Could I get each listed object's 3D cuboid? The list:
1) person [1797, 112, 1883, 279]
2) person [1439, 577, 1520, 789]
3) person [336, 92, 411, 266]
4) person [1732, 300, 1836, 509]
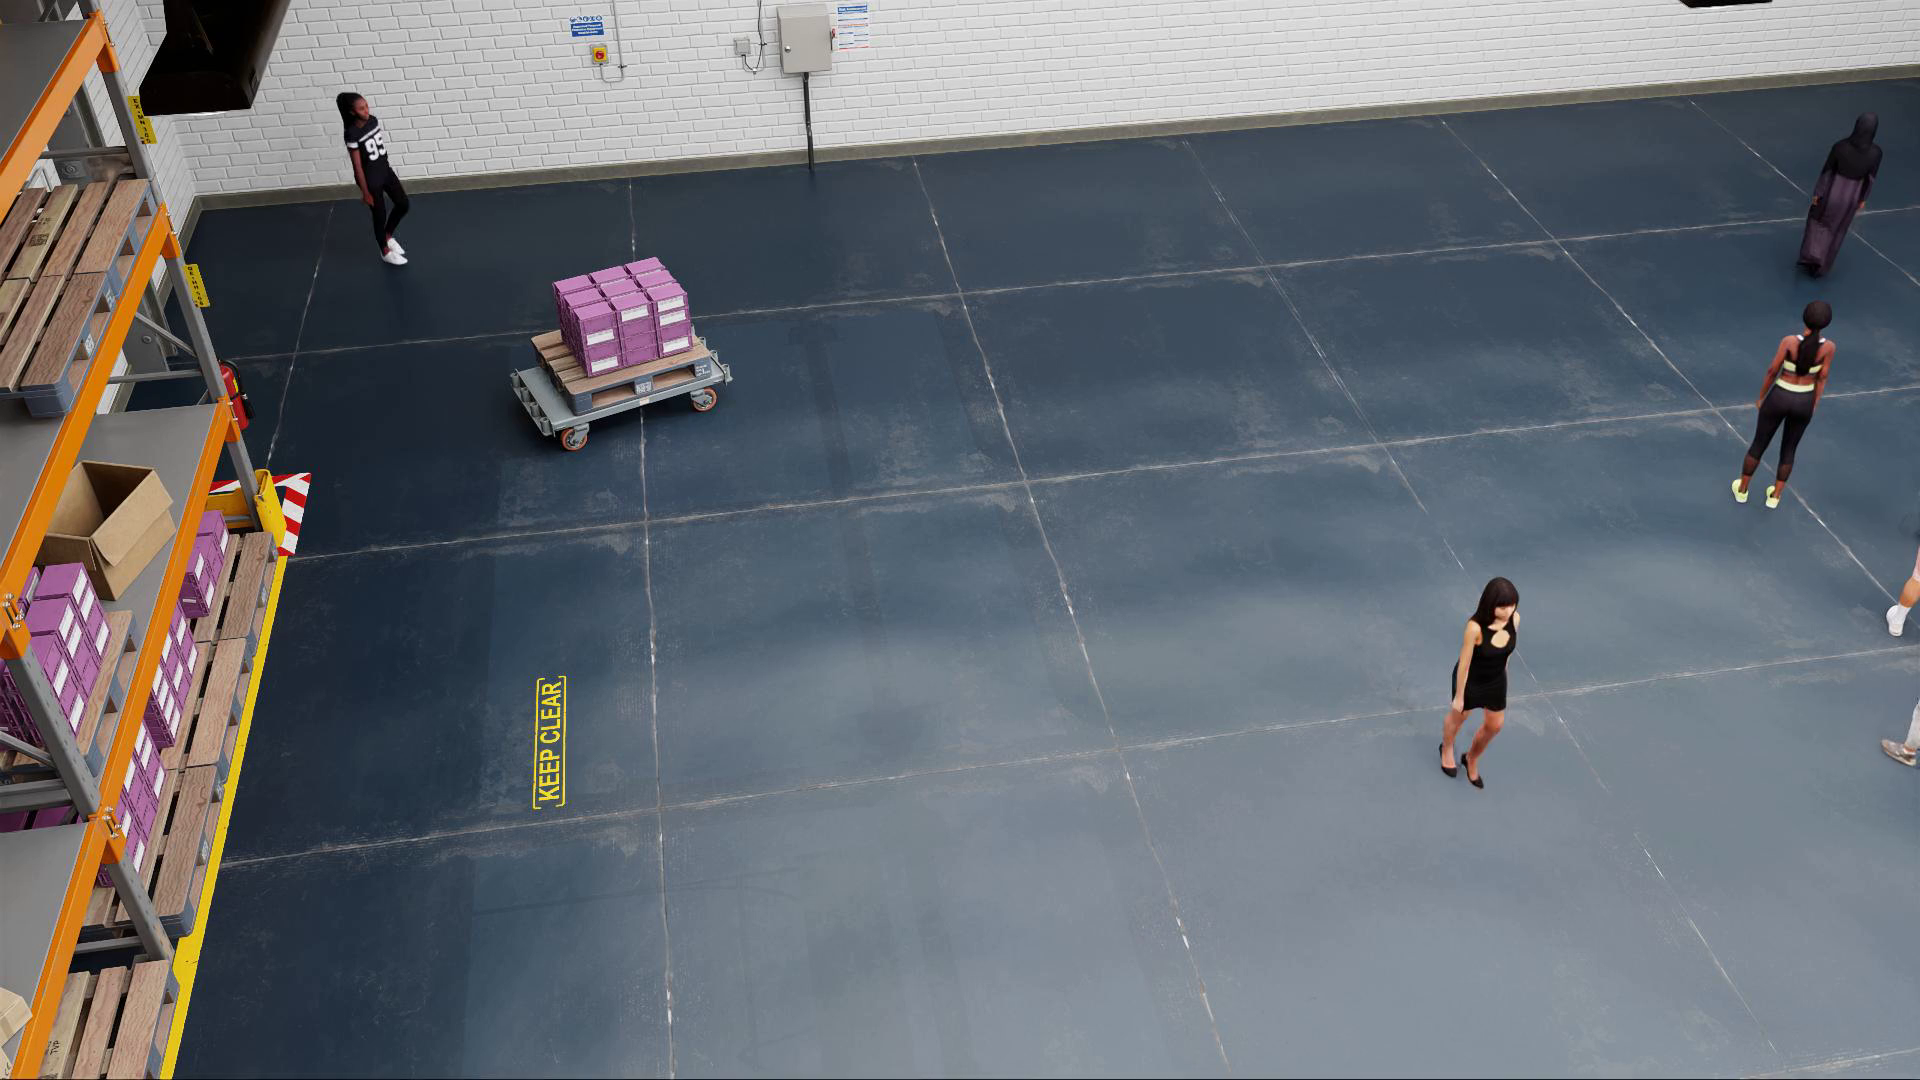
[{"bbox_3d":[8.119,-3.157,15.354,0.807,1.608,0.877,17,42,20],"label":"person"},{"bbox_3d":[3.175,0.828,10.343,0.625,1.633,0.637,-12,40,-15],"label":"person"},{"bbox_3d":[-5.533,-3.375,15.538,0.826,1.718,0.740,12,40,15],"label":"person"},{"bbox_3d":[6.244,-1.011,12.552,0.647,1.751,0.665,14,41,16],"label":"person"}]
